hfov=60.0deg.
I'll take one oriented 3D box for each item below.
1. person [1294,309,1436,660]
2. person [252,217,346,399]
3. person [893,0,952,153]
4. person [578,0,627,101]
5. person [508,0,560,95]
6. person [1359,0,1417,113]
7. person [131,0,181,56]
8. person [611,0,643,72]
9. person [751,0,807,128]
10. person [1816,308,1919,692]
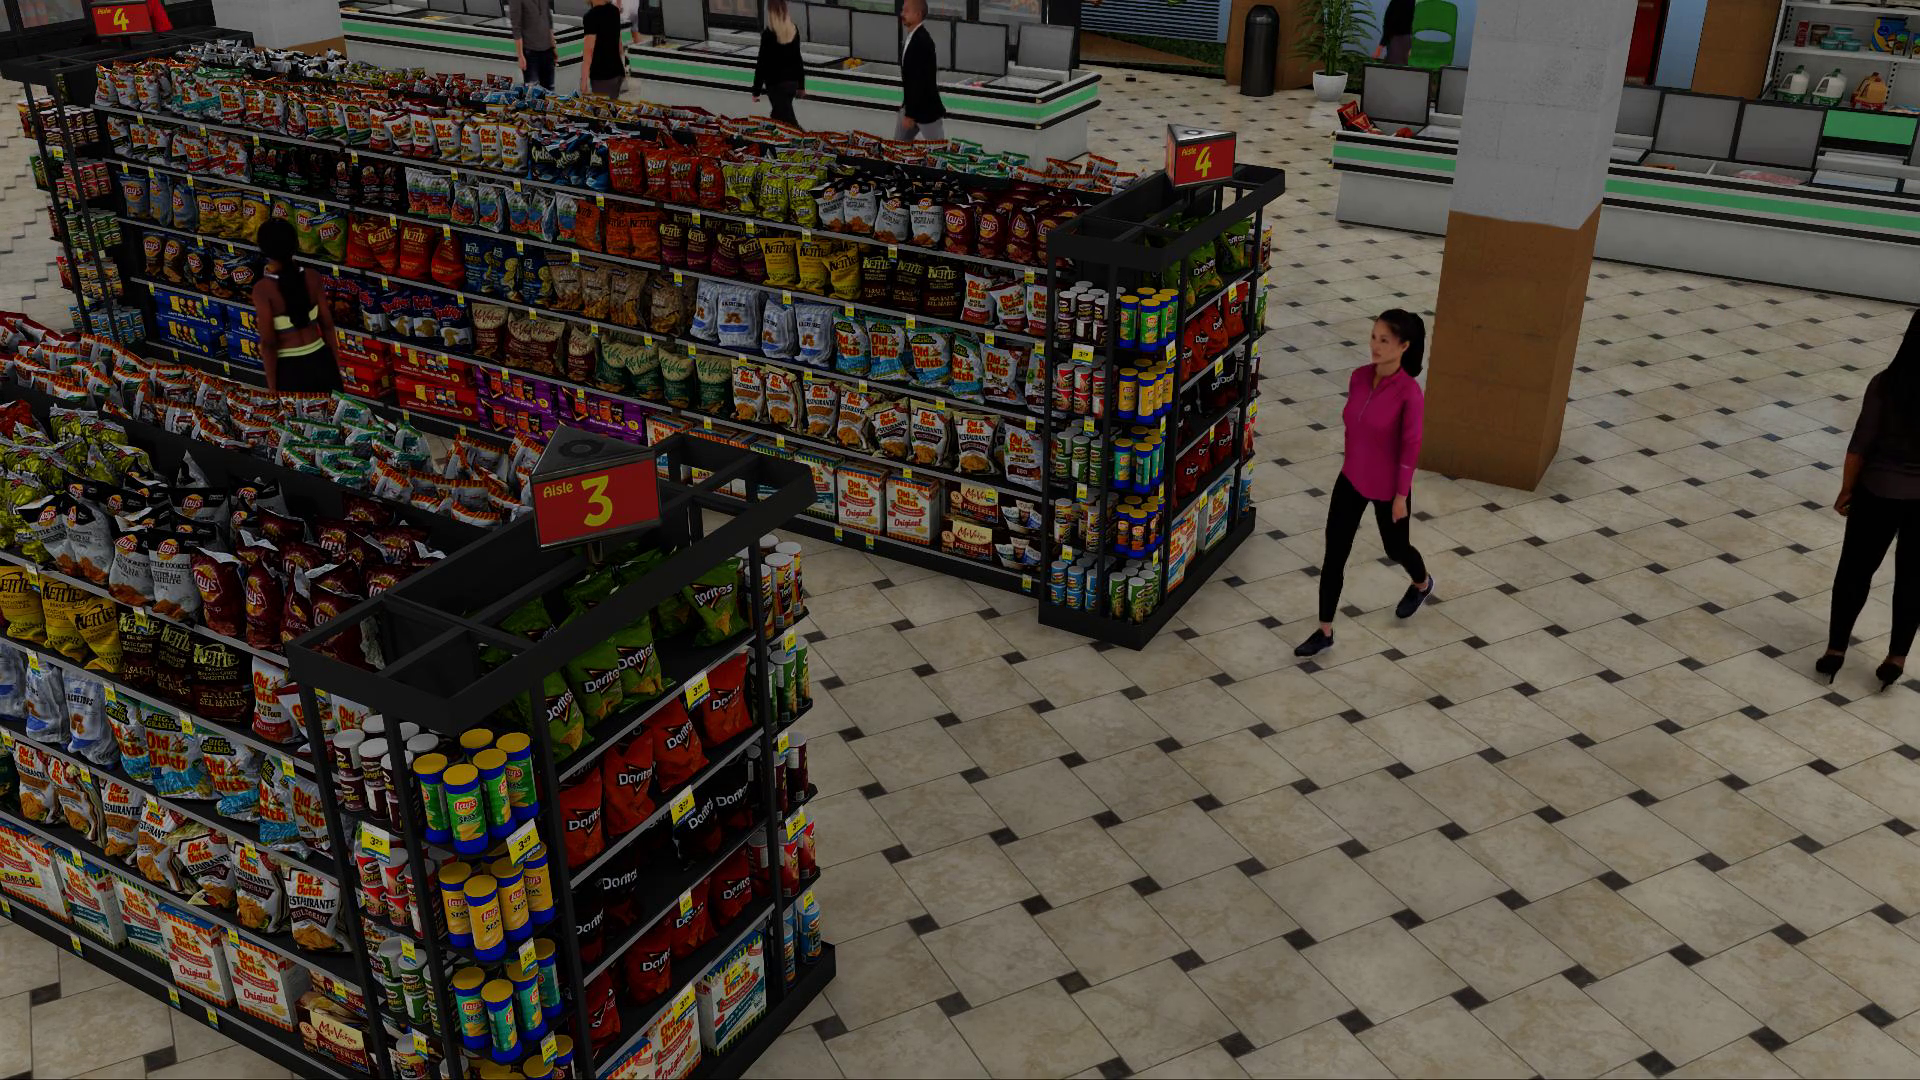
[{"bbox_3d":[1.998,-0.260,7.734,0.922,1.666,1.133,-20,33,-34],"label":"person"},{"bbox_3d":[-3.439,-0.840,8.780,0.614,1.755,0.589,-24,35,-38],"label":"person"},{"bbox_3d":[-0.234,-3.711,14.278,1.275,1.902,1.284,-10,28,-18],"label":"person"},{"bbox_3d":[-3.254,-4.360,15.610,0.665,1.855,0.754,9,28,18],"label":"person"},{"bbox_3d":[-4.246,-4.885,16.596,0.551,1.900,0.658,15,31,27],"label":"person"},{"bbox_3d":[4.598,-5.004,17.128,1.002,1.630,0.597,14,30,26],"label":"person"},{"bbox_3d":[-9.266,-5.929,18.826,1.234,1.744,0.759,7,28,14],"label":"person"},{"bbox_3d":[-3.923,-6.446,19.857,0.597,1.734,0.566,13,30,25],"label":"person"},{"bbox_3d":[-1.574,-4.120,15.368,1.133,1.645,0.733,19,33,33],"label":"person"},{"bbox_3d":[4.183,-0.158,7.356,0.587,1.825,0.745,11,29,20],"label":"person"}]
